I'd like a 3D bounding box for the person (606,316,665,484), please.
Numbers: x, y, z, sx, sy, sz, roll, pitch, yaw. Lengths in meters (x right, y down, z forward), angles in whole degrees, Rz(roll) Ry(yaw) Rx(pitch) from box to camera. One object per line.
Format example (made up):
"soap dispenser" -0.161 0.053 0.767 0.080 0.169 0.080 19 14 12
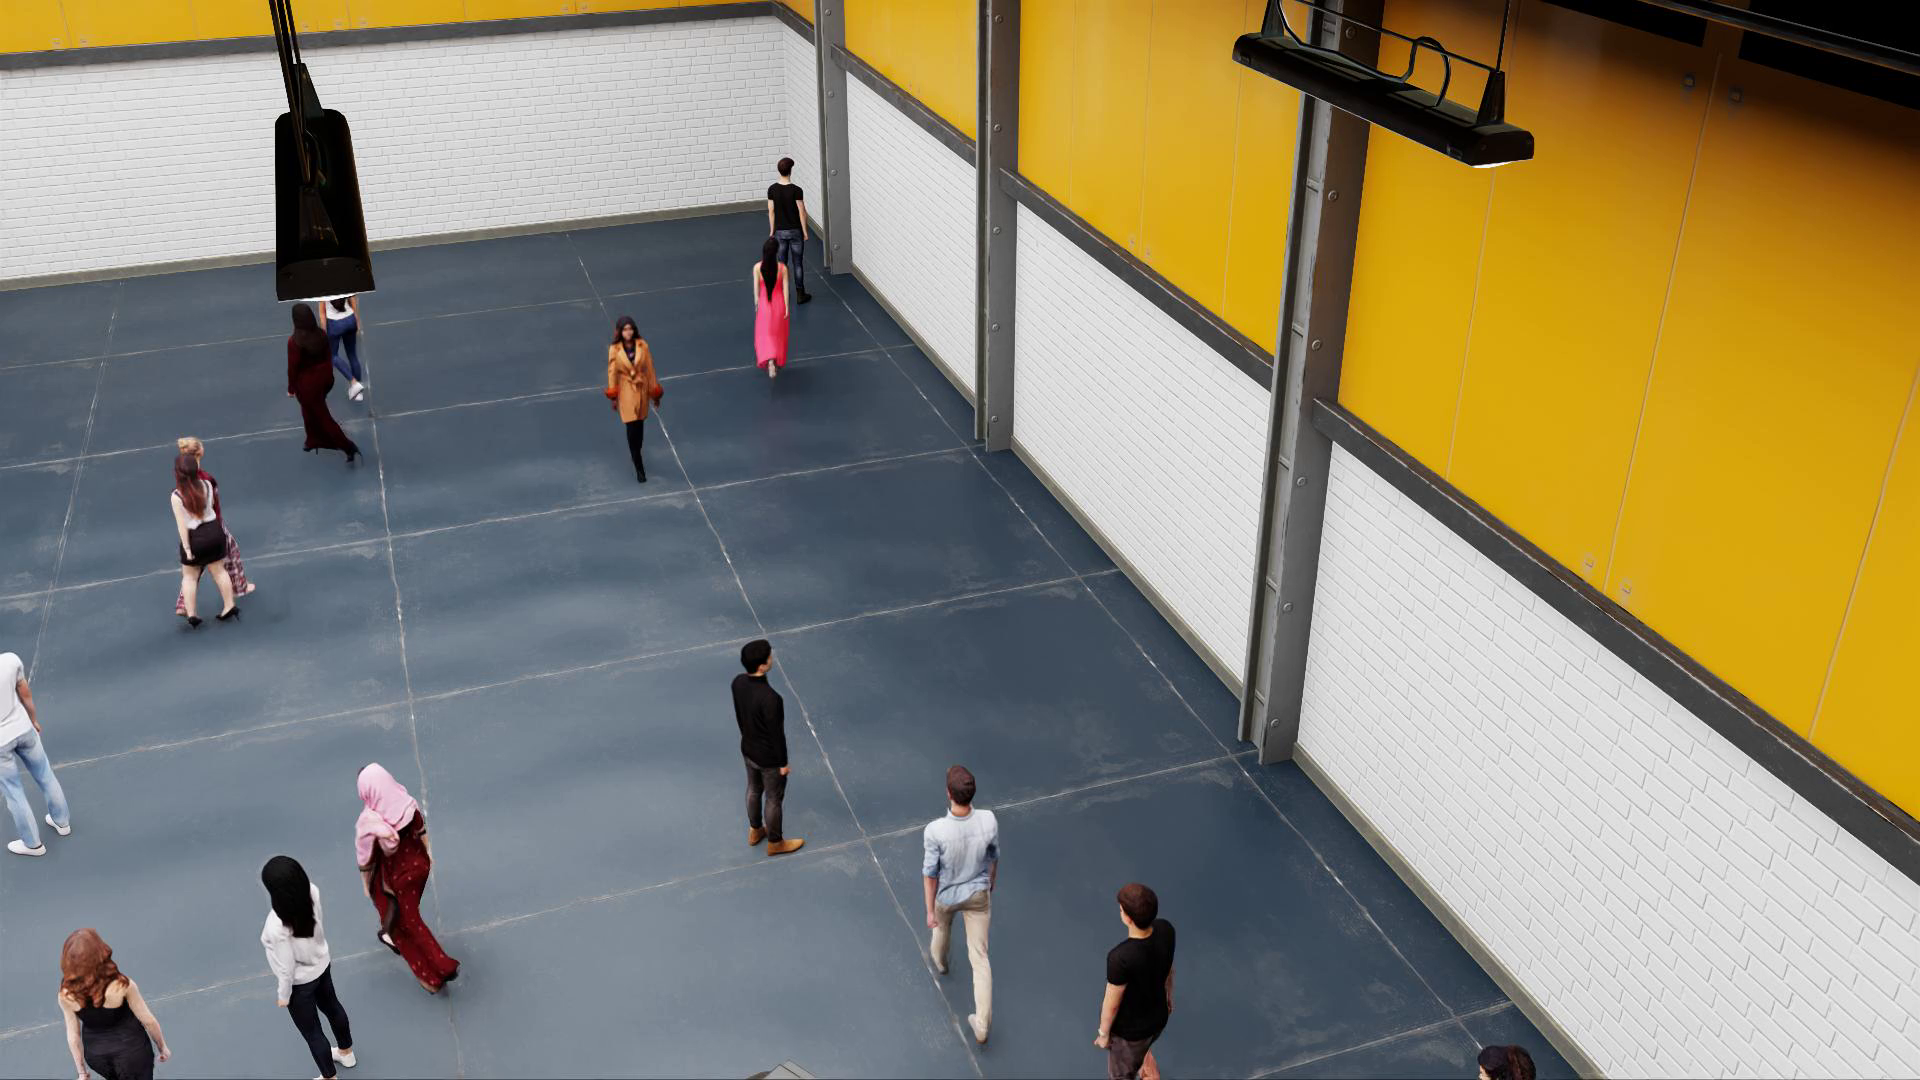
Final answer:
"person" -3.387 -1.503 17.133 0.756 1.696 0.976 -12 31 -22

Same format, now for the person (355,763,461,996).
"person" -3.509 2.152 10.539 1.163 1.595 1.025 18 33 29

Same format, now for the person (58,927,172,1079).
"person" -4.593 2.902 9.055 0.735 1.699 1.208 -6 29 -10

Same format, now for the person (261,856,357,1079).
"person" -3.826 2.529 9.737 0.765 1.700 0.653 4 29 7

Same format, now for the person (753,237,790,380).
"person" -2.173 -2.618 19.176 0.757 1.697 1.047 -2 29 -3

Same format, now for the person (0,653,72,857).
"person" -6.677 1.386 11.672 0.779 1.854 0.722 13 31 23

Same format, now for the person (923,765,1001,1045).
"person" 0.042 2.242 10.160 0.740 1.799 1.225 -7 29 -13

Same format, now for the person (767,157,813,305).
"person" -2.215 -3.987 21.479 0.760 1.896 0.760 6 29 11

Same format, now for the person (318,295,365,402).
"person" -6.884 -2.353 18.621 0.828 1.764 0.758 24 37 37

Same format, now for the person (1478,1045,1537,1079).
"person" 2.823 3.251 8.511 0.788 1.607 0.508 -18 33 -29

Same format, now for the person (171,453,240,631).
"person" -6.494 0.014 14.416 0.768 1.636 0.734 12 31 21

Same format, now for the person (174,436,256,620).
"person" -6.679 -0.081 14.566 1.060 1.658 1.119 12 31 21

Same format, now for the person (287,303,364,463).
"person" -6.619 -1.578 17.242 1.101 1.723 1.112 8 30 14

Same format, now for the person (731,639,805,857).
"person" -1.381 1.451 11.691 0.778 1.723 0.621 -24 37 -37

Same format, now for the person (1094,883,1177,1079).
"person" 1.054 2.701 9.262 0.808 1.854 0.856 -23 36 -36
